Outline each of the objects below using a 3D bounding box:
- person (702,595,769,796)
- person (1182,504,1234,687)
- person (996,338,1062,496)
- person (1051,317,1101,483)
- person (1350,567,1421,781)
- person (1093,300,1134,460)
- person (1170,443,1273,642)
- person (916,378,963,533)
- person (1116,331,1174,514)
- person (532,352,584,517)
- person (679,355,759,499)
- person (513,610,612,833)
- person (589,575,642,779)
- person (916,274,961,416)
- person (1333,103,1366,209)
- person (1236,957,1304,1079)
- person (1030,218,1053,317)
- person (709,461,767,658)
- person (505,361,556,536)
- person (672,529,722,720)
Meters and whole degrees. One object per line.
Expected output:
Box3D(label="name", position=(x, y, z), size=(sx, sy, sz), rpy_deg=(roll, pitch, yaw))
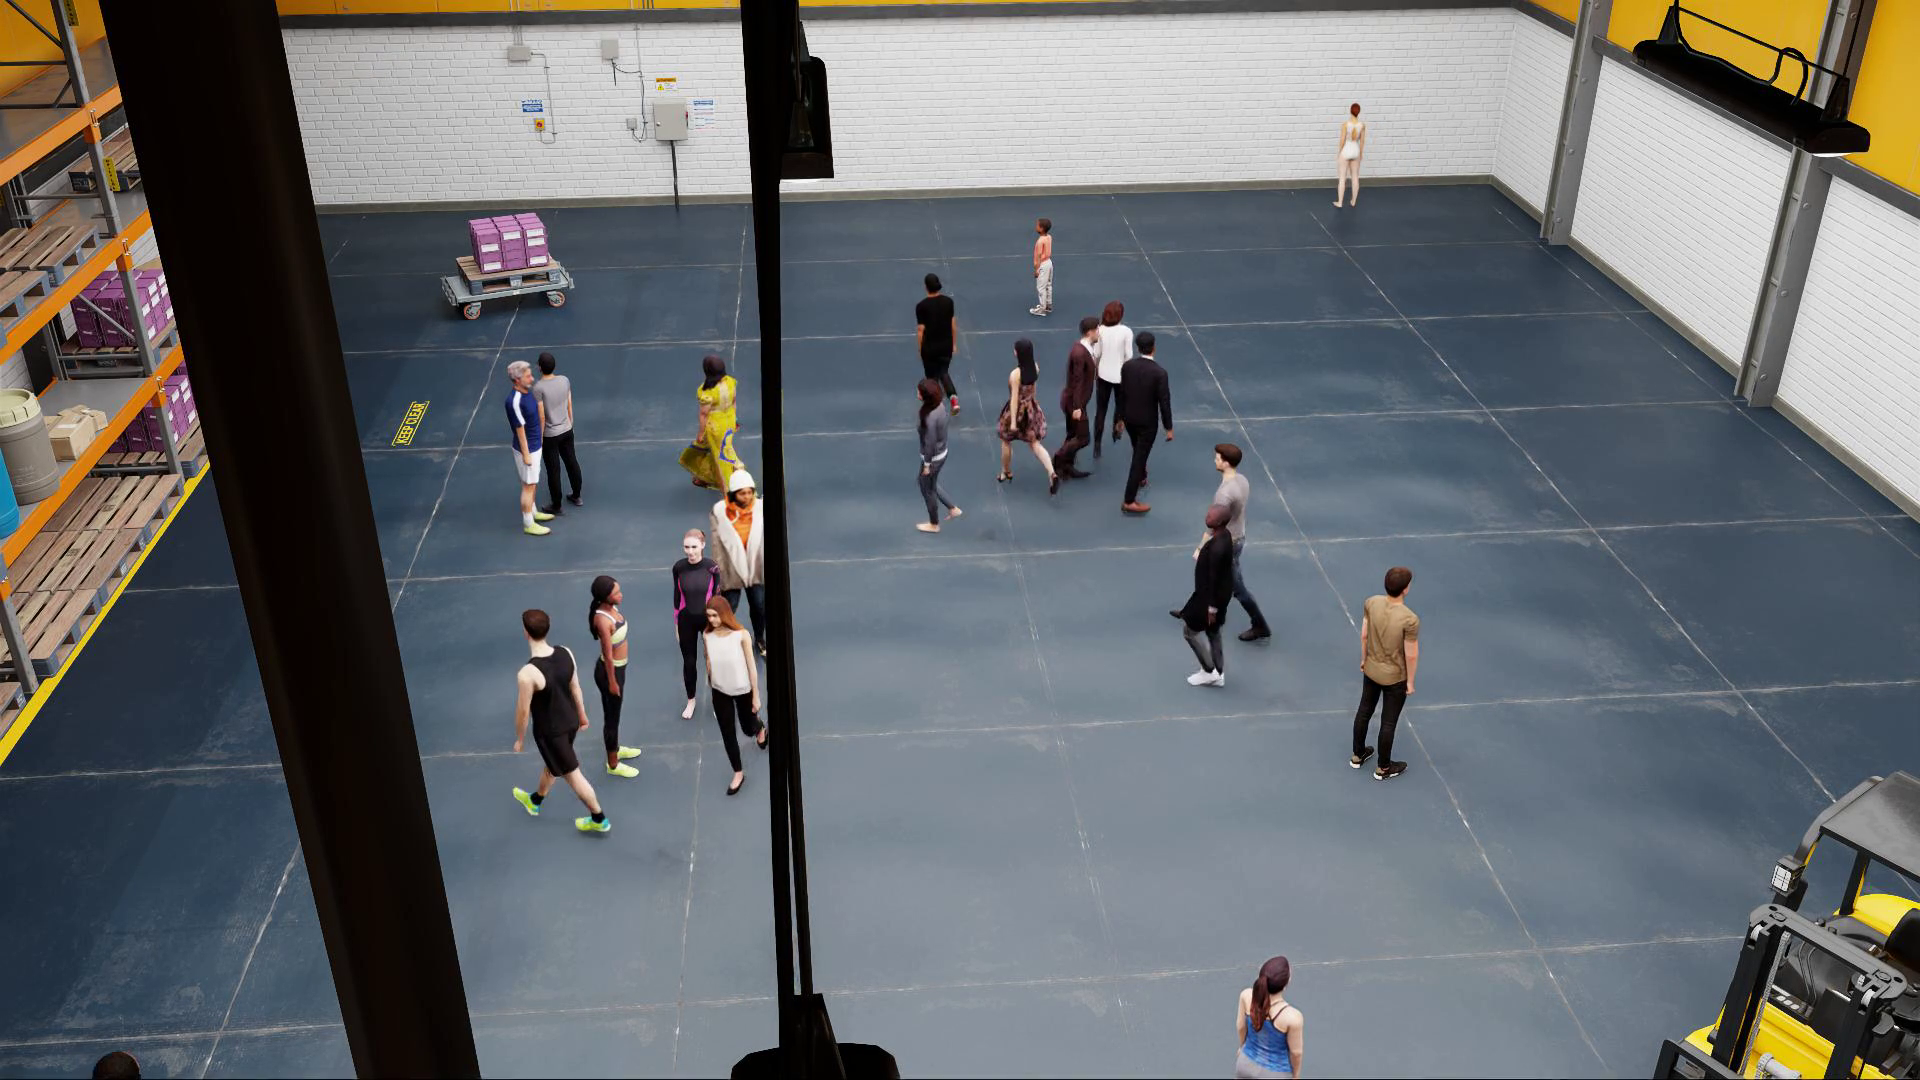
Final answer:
Box3D(label="person", position=(-1.752, 1.142, 13.040), size=(0.772, 1.699, 1.008), rpy_deg=(6, 29, 10))
Box3D(label="person", position=(2.241, 0.508, 14.148), size=(0.829, 1.752, 0.717), rpy_deg=(10, 30, 17))
Box3D(label="person", position=(0.720, -1.245, 17.371), size=(1.182, 1.743, 1.087), rpy_deg=(24, 37, 37))
Box3D(label="person", position=(1.173, -1.471, 17.676), size=(0.810, 1.847, 0.750), rpy_deg=(5, 29, 9))
Box3D(label="person", position=(3.347, 1.029, 13.088), size=(0.808, 1.852, 0.709), rpy_deg=(-22, 36, -35))
Box3D(label="person", position=(1.642, -1.706, 18.201), size=(0.867, 1.757, 1.209), rpy_deg=(7, 29, 12))
Box3D(label="person", position=(2.479, 0.069, 14.829), size=(1.060, 1.871, 1.239), rpy_deg=(9, 30, 16))
Box3D(label="person", position=(-0.193, -0.828, 16.607), size=(0.815, 1.744, 0.730), rpy_deg=(6, 29, 12))
Box3D(label="person", position=(1.831, -1.186, 17.178), size=(1.201, 1.824, 1.266), rpy_deg=(24, 37, 37))
Box3D(label="person", position=(-4.162, -1.114, 17.118), size=(0.757, 1.755, 0.691), rpy_deg=(21, 35, 33))
Box3D(label="person", position=(-2.434, -1.105, 17.253), size=(1.296, 1.610, 1.357), rpy_deg=(17, 33, 28))
Box3D(label="person", position=(-2.941, 1.427, 12.376), size=(1.116, 1.836, 1.181), rpy_deg=(12, 31, 22))
Box3D(label="person", position=(-2.763, 1.054, 13.146), size=(0.618, 1.753, 0.434), rpy_deg=(-2, 29, -3))
Box3D(label="person", position=(-0.239, -2.167, 19.063), size=(0.811, 1.742, 0.916), rpy_deg=(-14, 31, -23))
Box3D(label="person", position=(6.192, -6.108, 26.390), size=(0.567, 1.643, 0.480), rpy_deg=(-4, 29, -8))
Box3D(label="person", position=(1.774, 3.049, 9.638), size=(0.661, 1.610, 0.714), rpy_deg=(19, 34, 31))
Box3D(label="person", position=(1.128, -3.665, 22.260), size=(0.614, 1.310, 0.536), rpy_deg=(14, 32, 24))
Box3D(label="person", position=(-1.921, 0.170, 14.625), size=(0.787, 1.889, 0.756), rpy_deg=(-10, 30, -18))
Box3D(label="person", position=(-4.357, -0.953, 16.740), size=(0.685, 1.834, 0.454), rpy_deg=(-3, 29, -5))
Box3D(label="person", position=(-2.166, 0.685, 13.823), size=(0.566, 1.752, 0.568), rpy_deg=(-1, 29, -1))
